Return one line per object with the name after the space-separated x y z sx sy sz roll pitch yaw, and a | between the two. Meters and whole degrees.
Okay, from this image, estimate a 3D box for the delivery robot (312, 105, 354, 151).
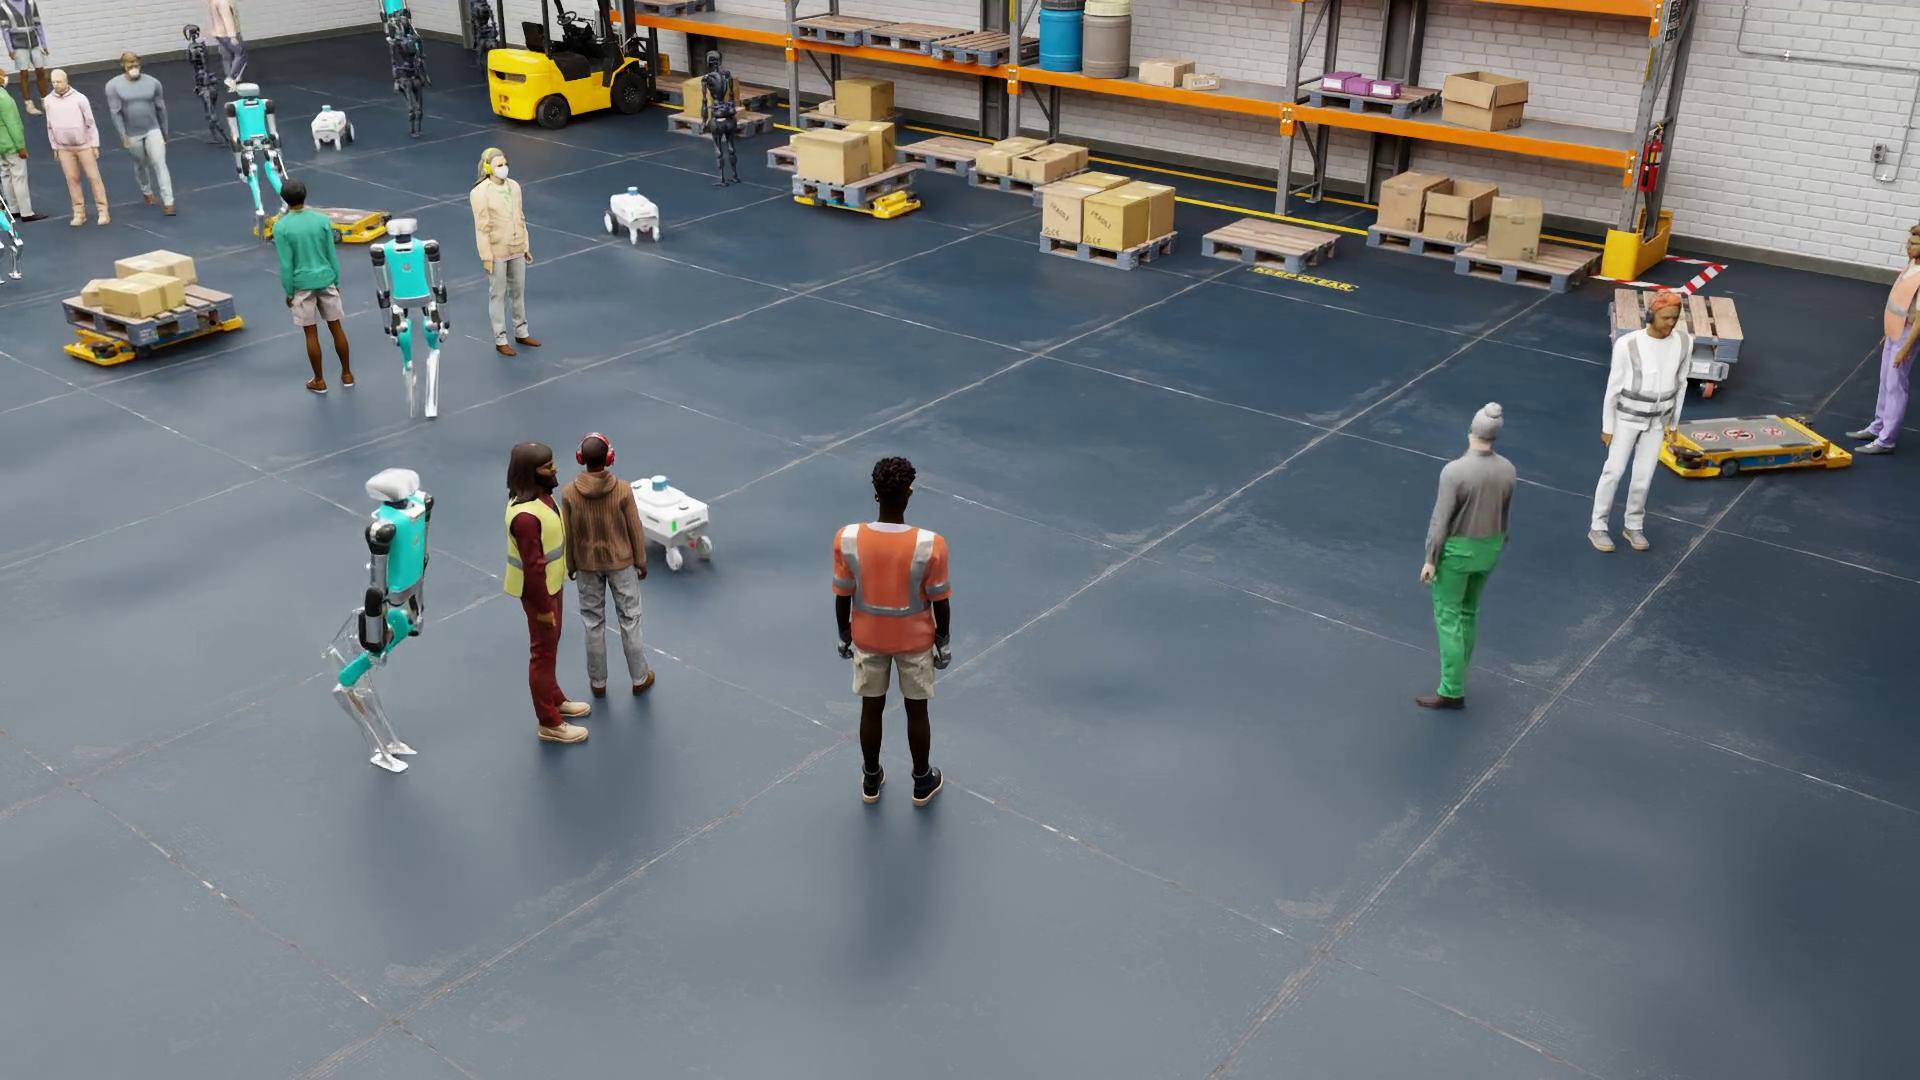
-8.751 -5.734 23.099 0.499 0.580 0.769 -4 26 -8 | delivery robot

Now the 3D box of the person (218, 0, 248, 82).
-12.005 -8.378 27.347 0.528 1.626 0.426 12 28 24 | person

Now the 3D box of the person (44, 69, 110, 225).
-10.218 -4.543 19.238 0.534 1.779 0.400 -4 26 -7 | person

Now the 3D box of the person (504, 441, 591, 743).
-2.327 0.285 9.257 0.376 1.768 0.466 -2 26 -5 | person

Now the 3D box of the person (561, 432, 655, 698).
-2.054 0.161 9.641 0.471 1.650 0.310 -2 26 -5 | person

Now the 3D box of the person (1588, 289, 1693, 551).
4.673 -0.814 11.415 0.566 1.878 0.345 -4 26 -8 | person

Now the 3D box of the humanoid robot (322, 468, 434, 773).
-3.170 0.448 8.967 0.756 1.781 0.536 4 26 9 | humanoid robot

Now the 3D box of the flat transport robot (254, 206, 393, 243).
-7.269 -3.615 19.057 1.431 0.231 0.659 6 26 13 | flat transport robot

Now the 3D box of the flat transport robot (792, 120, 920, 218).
-1.254 -4.149 20.163 1.431 0.231 0.659 16 30 30 | flat transport robot

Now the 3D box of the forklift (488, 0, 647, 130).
-5.874 -7.334 24.552 1.214 2.155 2.313 19 32 34 | forklift

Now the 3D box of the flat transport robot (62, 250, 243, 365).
-7.575 -1.965 15.640 0.659 0.231 1.431 16 30 30 | flat transport robot

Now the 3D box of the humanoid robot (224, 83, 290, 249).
-7.659 -4.055 18.385 0.549 1.865 0.755 -19 32 -34 | humanoid robot

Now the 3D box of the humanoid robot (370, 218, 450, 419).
-4.451 -1.772 13.656 0.530 1.878 0.741 -7 27 -14 | humanoid robot

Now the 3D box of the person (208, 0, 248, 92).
-11.644 -8.054 26.440 0.774 1.846 0.499 23 34 39 | person

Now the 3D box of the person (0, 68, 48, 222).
-11.076 -4.609 19.384 0.544 1.779 0.384 17 30 31 | person

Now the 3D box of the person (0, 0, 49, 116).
-13.959 -7.398 24.871 0.410 2.033 0.606 16 30 29 | person

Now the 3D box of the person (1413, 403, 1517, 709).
2.936 0.095 9.610 0.614 1.820 0.492 -10 27 -19 | person

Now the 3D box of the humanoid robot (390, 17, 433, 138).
-7.752 -6.535 23.488 0.374 1.647 0.613 18 31 33 | humanoid robot

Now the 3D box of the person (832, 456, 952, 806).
-0.341 0.488 8.609 0.614 1.963 0.361 4 26 8 | person

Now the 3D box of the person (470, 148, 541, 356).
-4.177 -2.641 15.195 0.413 1.876 0.553 17 30 31 | person

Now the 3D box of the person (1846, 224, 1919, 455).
7.371 -1.561 12.989 0.390 1.846 0.566 7 27 14 | person

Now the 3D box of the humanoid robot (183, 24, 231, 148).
-10.383 -6.264 22.919 0.392 1.640 0.600 -19 32 -34 | humanoid robot

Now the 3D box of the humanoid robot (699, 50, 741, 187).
-3.029 -5.313 20.942 0.315 1.655 0.599 19 32 34 | humanoid robot

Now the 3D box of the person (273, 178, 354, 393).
-5.543 -2.168 14.245 0.494 1.849 0.402 -17 31 -32 | person

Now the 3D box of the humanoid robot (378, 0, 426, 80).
-8.909 -8.192 26.699 0.735 1.673 0.533 19 32 34 | humanoid robot

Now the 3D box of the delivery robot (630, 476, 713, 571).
-2.088 -0.155 11.573 0.794 0.603 0.499 22 33 38 | delivery robot

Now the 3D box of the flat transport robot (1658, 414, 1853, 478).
6.184 -0.739 13.102 1.431 0.231 0.659 -4 26 -9 | flat transport robot

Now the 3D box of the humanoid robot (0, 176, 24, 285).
-9.815 -3.401 16.772 0.735 1.677 0.533 19 32 34 | humanoid robot

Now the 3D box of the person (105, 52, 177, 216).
-9.711 -4.848 19.768 0.623 1.891 1.046 -15 29 -27 | person

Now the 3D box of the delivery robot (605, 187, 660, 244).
-3.709 -3.706 18.932 0.499 0.609 0.811 -14 29 -27 | delivery robot

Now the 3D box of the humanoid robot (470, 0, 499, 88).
-7.559 -8.018 26.564 0.596 1.646 0.389 17 31 32 | humanoid robot
